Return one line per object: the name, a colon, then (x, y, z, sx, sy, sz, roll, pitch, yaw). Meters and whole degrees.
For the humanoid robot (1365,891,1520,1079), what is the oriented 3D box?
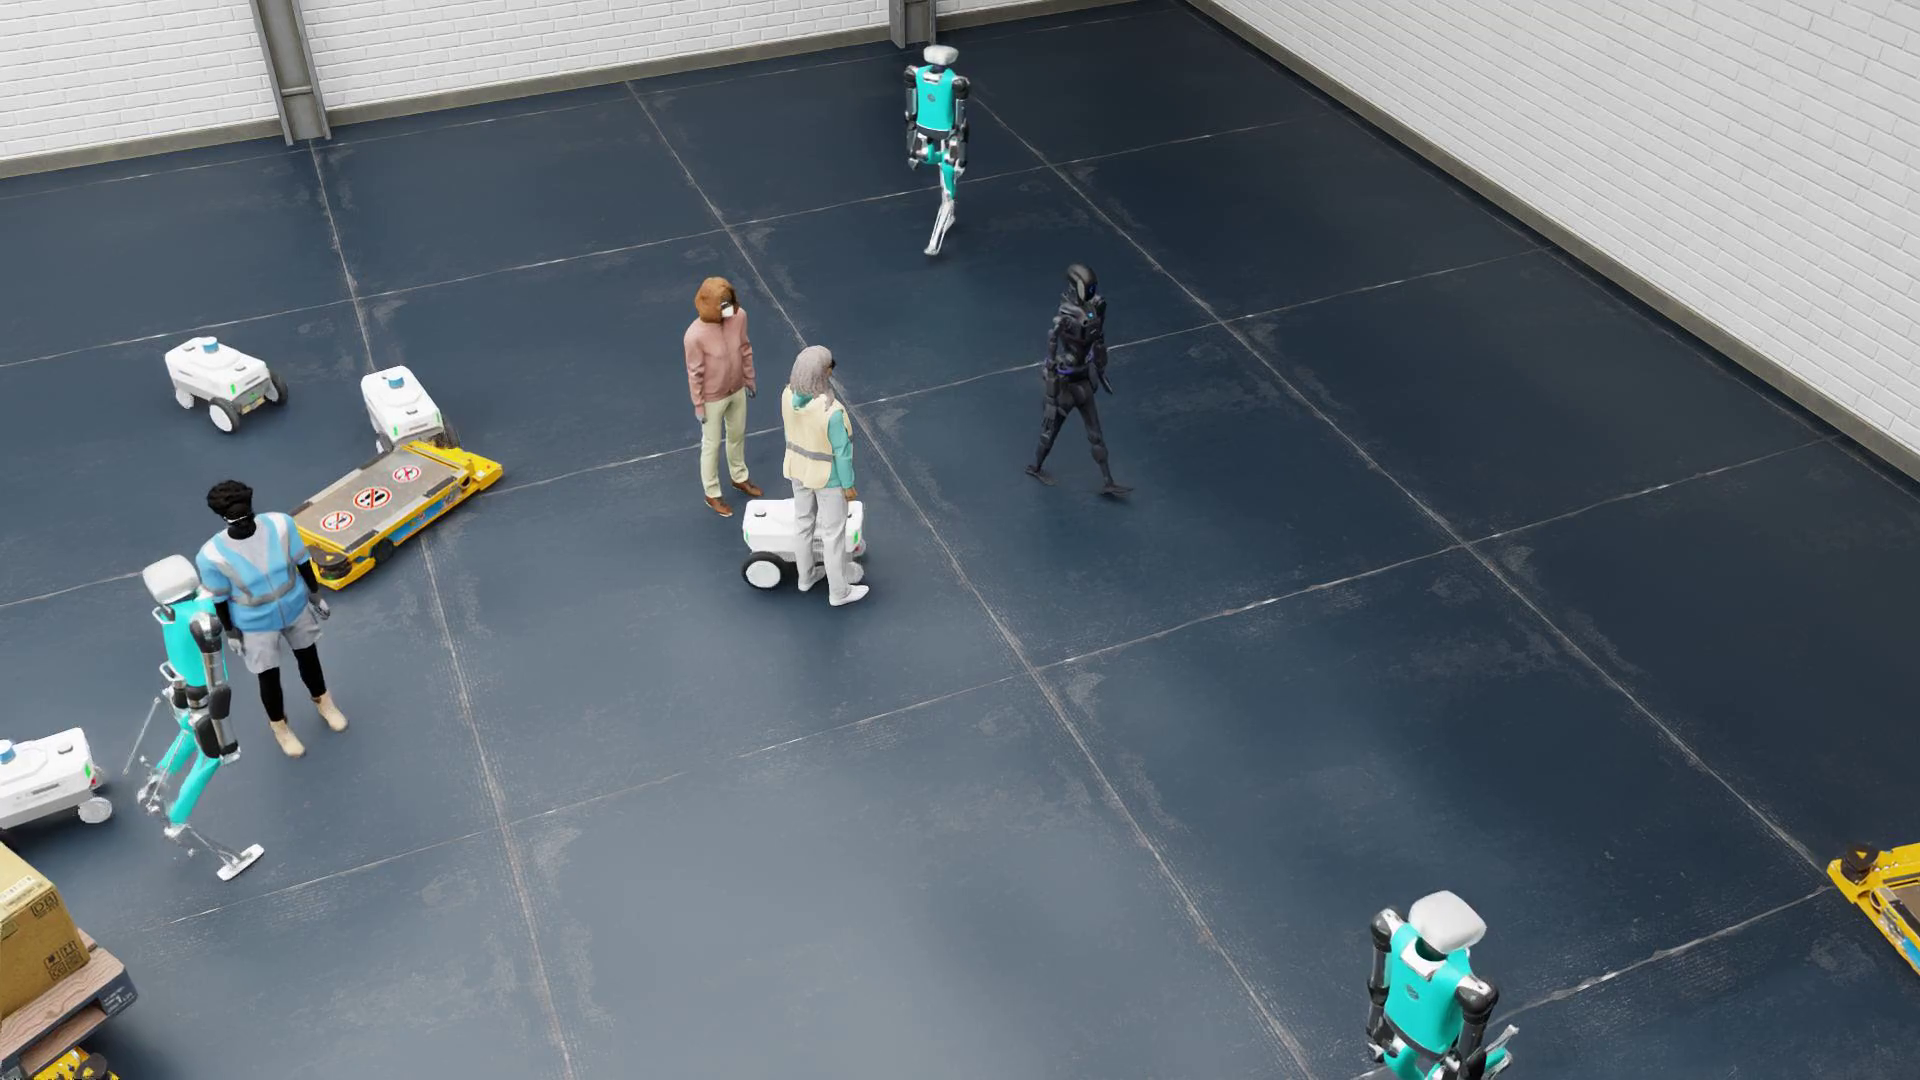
humanoid robot: (1.893, 1.958, 6.522, 1.024, 1.738, 0.553, -24, 44, -28)

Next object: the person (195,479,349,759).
person: (-3.561, 0.387, 8.602, 0.327, 1.693, 0.547, 30, 47, 33)

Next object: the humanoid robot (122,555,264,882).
humanoid robot: (-3.721, 0.943, 7.864, 0.763, 1.798, 0.530, -30, 47, -33)

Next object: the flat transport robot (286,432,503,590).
flat transport robot: (-3.653, -0.223, 10.564, 0.659, 0.231, 1.431, 20, 42, 24)

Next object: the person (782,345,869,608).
person: (-0.814, -0.349, 9.545, 0.465, 1.709, 0.366, 26, 44, 29)

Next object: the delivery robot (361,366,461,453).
delivery robot: (-3.721, -0.844, 11.132, 0.499, 0.589, 0.784, -22, 43, -26)

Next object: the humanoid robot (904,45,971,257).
humanoid robot: (-0.115, -3.103, 13.108, 0.562, 1.735, 1.028, 14, 40, 18)

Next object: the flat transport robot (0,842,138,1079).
flat transport robot: (-4.404, 2.259, 7.333, 1.431, 0.231, 0.659, 23, 43, 27)

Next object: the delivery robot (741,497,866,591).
delivery robot: (-0.946, -0.037, 10.075, 0.774, 0.581, 0.499, 1, 38, 1)

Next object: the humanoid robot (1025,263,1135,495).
humanoid robot: (0.751, -0.967, 10.399, 0.759, 1.627, 0.591, 29, 46, 32)

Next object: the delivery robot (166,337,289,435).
delivery robot: (-5.087, -1.105, 11.491, 0.796, 0.612, 0.499, 19, 42, 23)

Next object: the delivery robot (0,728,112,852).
delivery robot: (-4.775, 1.278, 8.391, 0.791, 0.614, 0.499, -20, 42, -24)

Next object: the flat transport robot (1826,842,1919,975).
flat transport robot: (4.781, 1.960, 7.722, 0.659, 0.231, 1.431, -8, 38, -11)

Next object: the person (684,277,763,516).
person: (-1.467, -0.909, 10.342, 0.281, 1.628, 0.499, 28, 46, 32)
